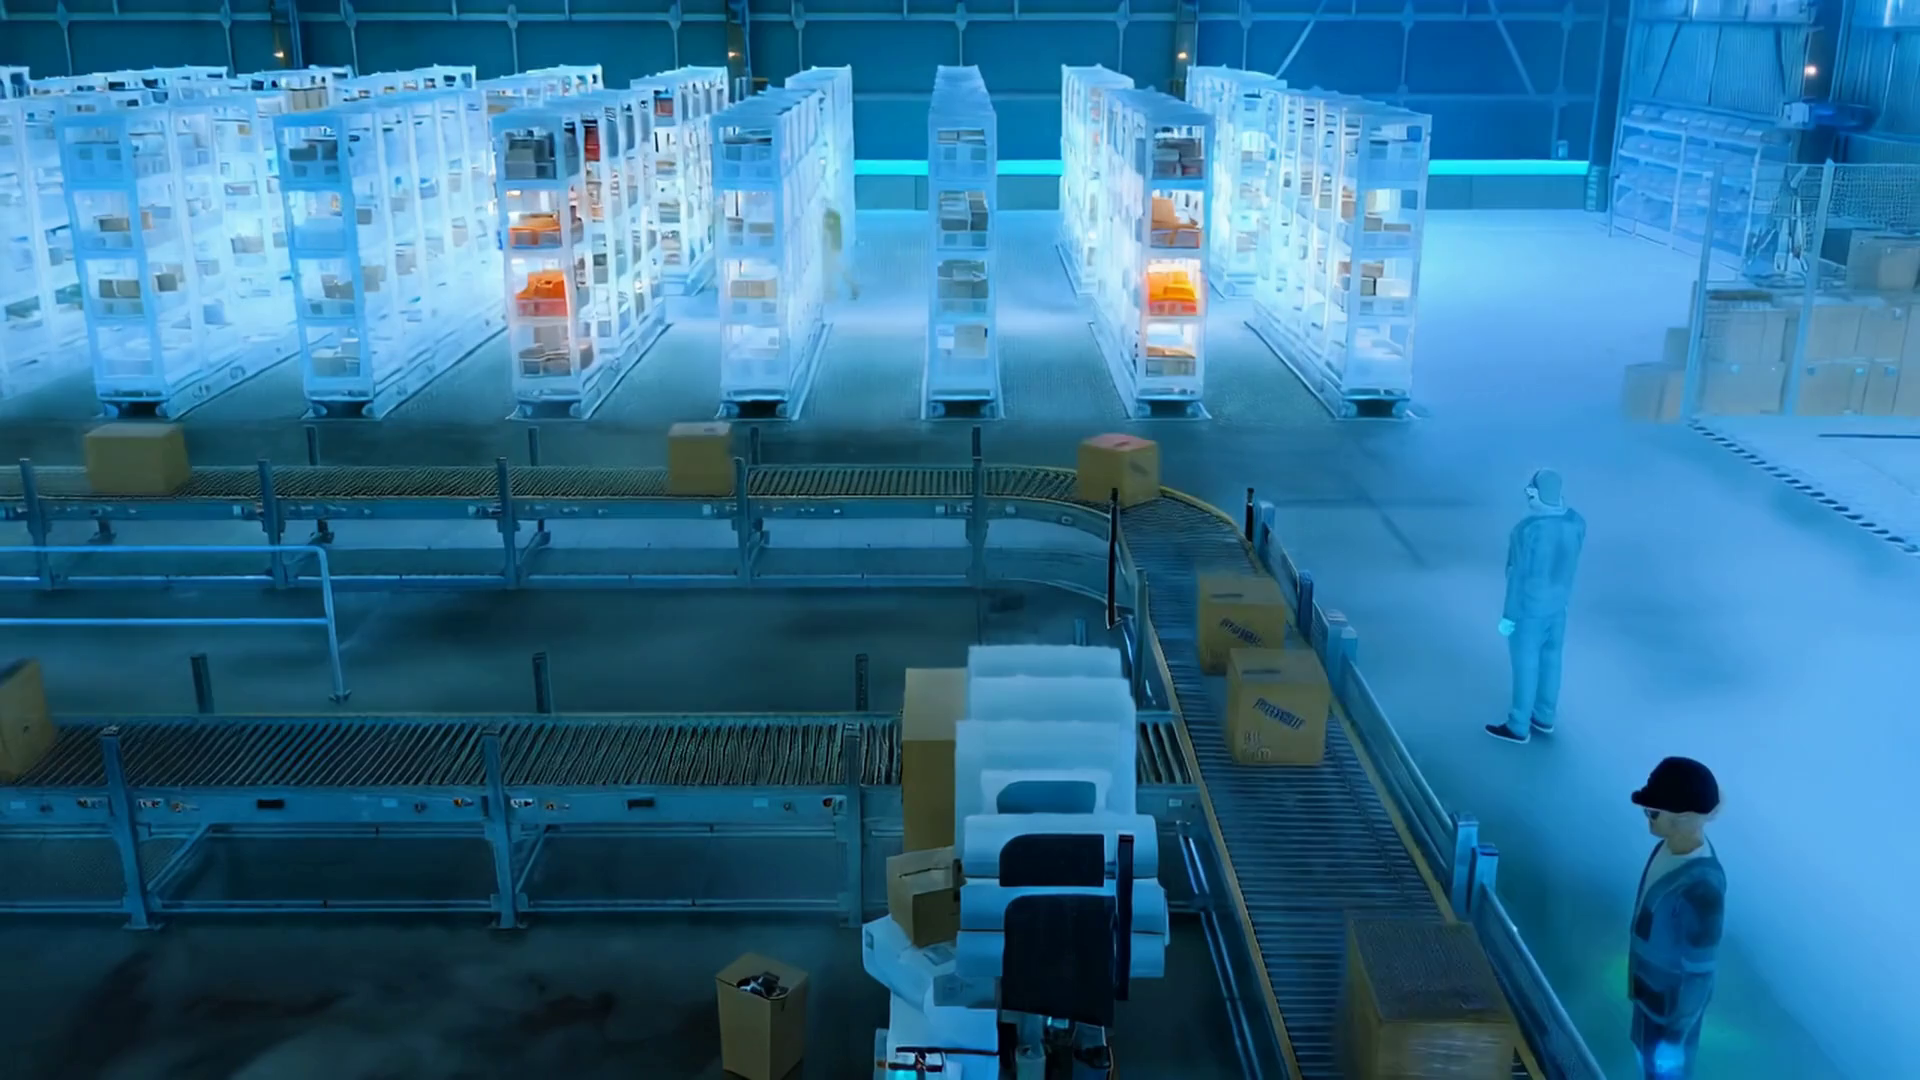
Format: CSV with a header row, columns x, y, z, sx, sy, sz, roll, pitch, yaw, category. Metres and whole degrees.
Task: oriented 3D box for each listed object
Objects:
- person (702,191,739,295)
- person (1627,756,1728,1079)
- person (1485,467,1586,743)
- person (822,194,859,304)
x,y,z,sx,sy,sz,roll,pitch,yaw,category
-4.092,-5.042,28.302,0.816,1.769,0.604,-9,20,-27,person
2.818,1.822,6.726,0.393,2.041,0.613,4,18,11,person
3.869,0.435,11.226,0.637,1.904,0.403,-12,21,-32,person
-2.064,-4.789,27.424,0.668,1.831,0.574,4,18,12,person
